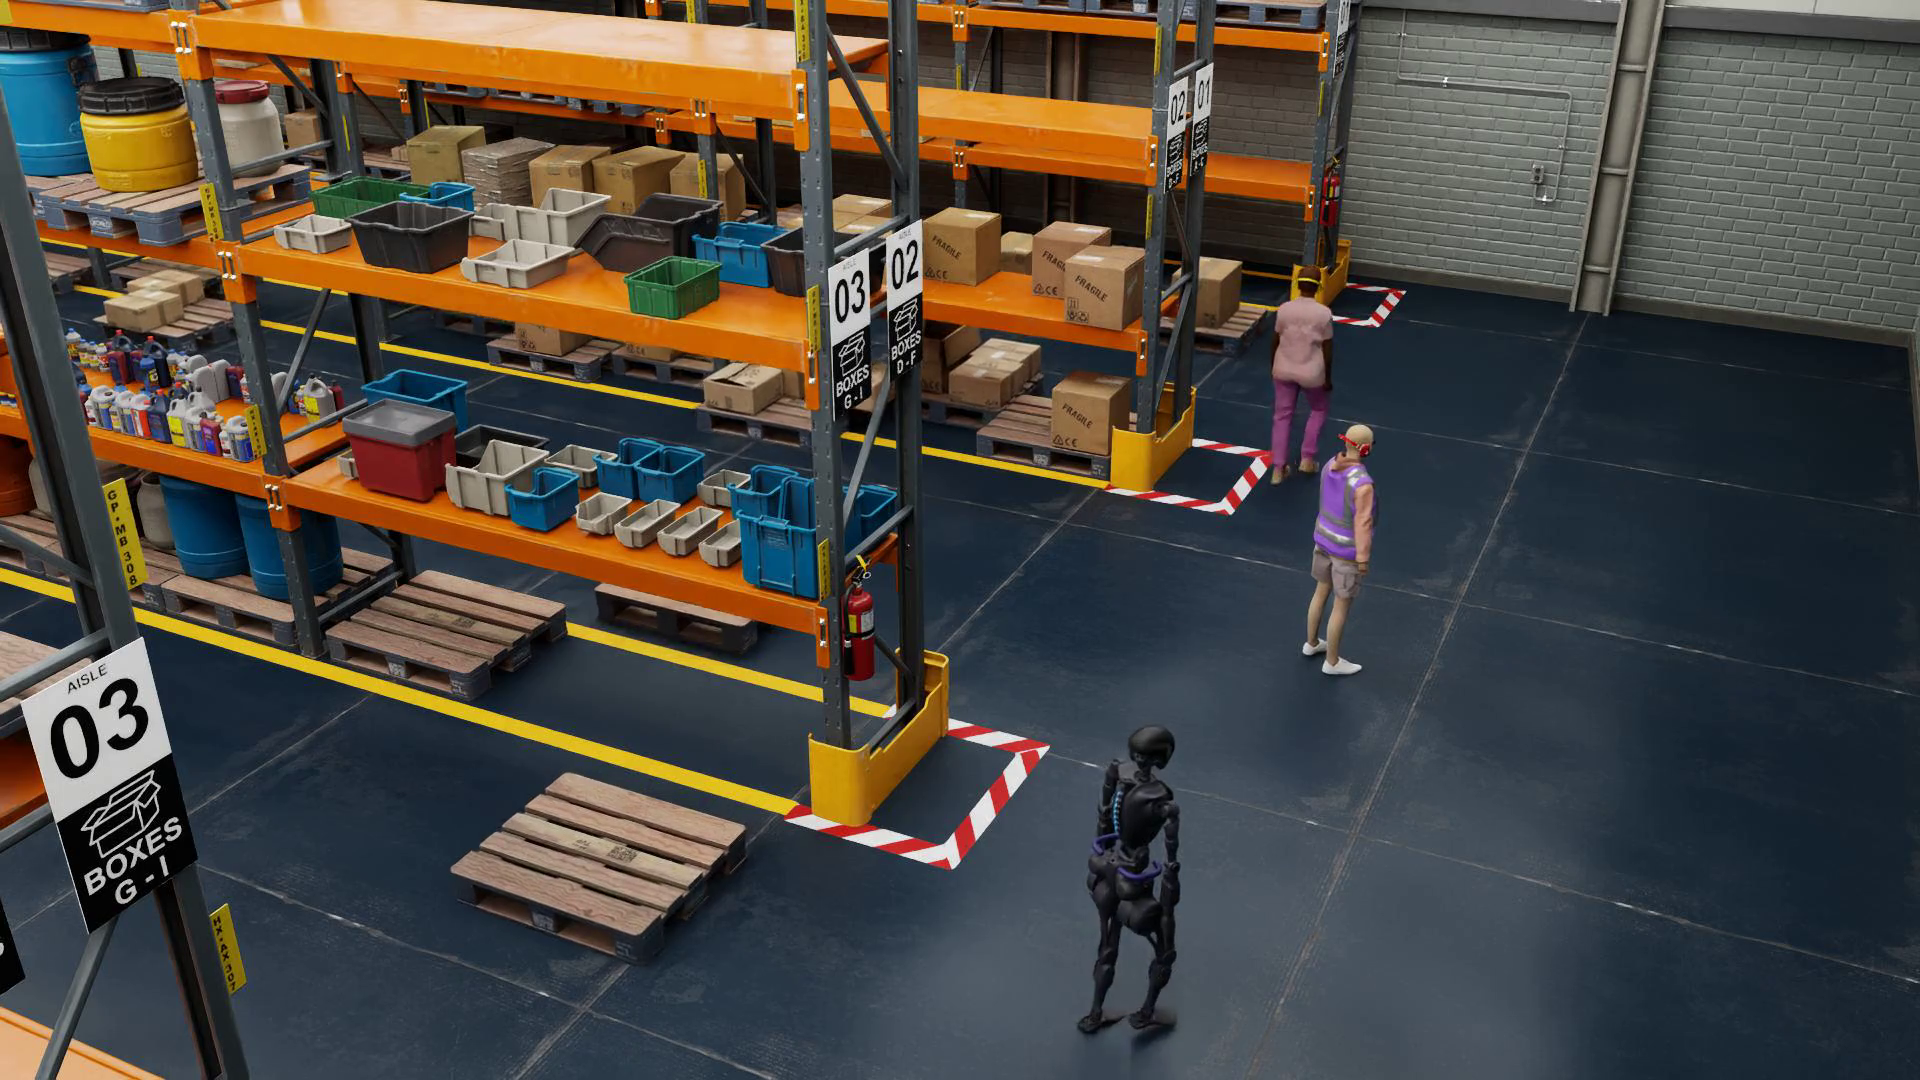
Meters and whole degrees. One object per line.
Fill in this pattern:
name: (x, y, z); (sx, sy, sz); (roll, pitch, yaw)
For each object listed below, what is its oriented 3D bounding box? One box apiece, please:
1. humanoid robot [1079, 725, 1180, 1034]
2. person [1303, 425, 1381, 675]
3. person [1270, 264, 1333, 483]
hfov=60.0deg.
humanoid robot: (0.777, 1.551, 7.583); (0.426, 1.644, 0.590); (-16, 30, -29)
person: (2.432, 0.059, 10.585); (0.347, 1.688, 0.489); (-10, 28, -19)
person: (2.736, -1.336, 13.295); (0.557, 1.779, 0.573); (14, 30, 26)
